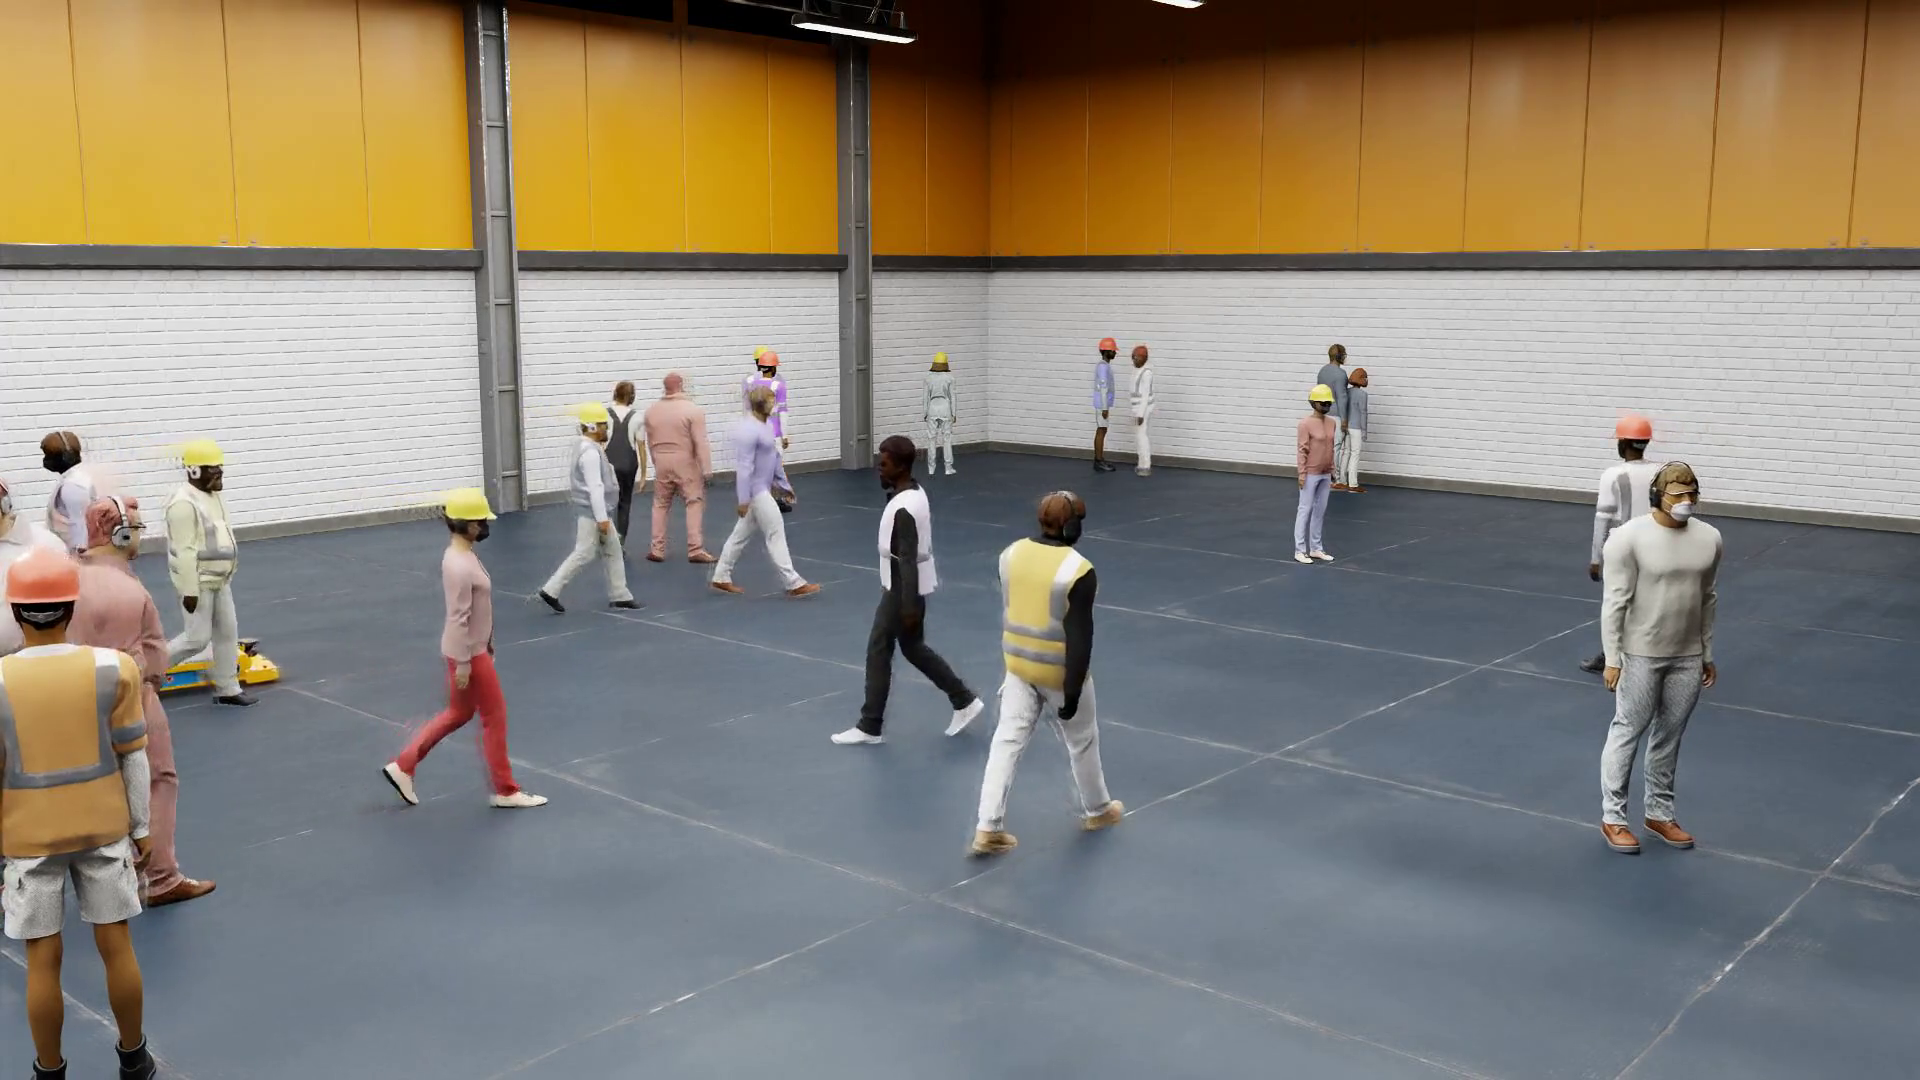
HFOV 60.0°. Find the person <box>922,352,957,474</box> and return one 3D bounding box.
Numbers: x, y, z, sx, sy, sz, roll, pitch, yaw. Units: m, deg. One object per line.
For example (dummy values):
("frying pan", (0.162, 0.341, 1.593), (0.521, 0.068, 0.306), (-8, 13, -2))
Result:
("person", (-0.284, -1.807, 23.734), (0.492, 1.742, 0.320), (2, 9, 11))

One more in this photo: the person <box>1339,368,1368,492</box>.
("person", (5.178, -1.438, 21.802), (0.288, 1.627, 0.497), (-3, 10, -19))

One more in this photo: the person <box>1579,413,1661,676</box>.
("person", (4.631, 0.085, 11.391), (0.551, 1.904, 0.946), (-3, 10, -19))

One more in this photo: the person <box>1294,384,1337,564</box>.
("person", (3.535, -0.652, 16.410), (0.533, 1.767, 0.323), (-7, 11, -37))

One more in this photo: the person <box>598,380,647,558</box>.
("person", (-3.368, -0.677, 16.452), (0.567, 1.805, 0.714), (-2, 9, -13))

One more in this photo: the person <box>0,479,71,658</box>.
("person", (-4.685, 0.603, 8.164), (0.653, 1.895, 0.449), (0, 9, -2))

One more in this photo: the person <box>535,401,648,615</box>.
("person", (-3.110, -0.260, 13.868), (0.881, 1.806, 0.592), (-2, 9, -11))

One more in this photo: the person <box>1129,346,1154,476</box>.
("person", (2.555, -1.832, 23.594), (0.351, 1.857, 0.738), (-1, 9, -8))

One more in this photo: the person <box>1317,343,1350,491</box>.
("person", (4.928, -1.617, 21.932), (0.372, 1.940, 0.627), (-3, 9, -16))

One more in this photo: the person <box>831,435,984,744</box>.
("person", (-0.313, 0.300, 10.043), (0.874, 1.892, 0.605), (1, 9, 5))

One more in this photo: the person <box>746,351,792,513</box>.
("person", (-2.277, -1.283, 19.835), (0.545, 1.939, 0.374), (5, 10, 27))

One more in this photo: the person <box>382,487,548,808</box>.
("person", (-2.639, 0.578, 8.745), (0.782, 1.740, 0.521), (-3, 10, -18))

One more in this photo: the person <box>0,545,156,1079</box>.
("person", (-3.030, 0.980, 5.625), (0.543, 1.939, 0.356), (-6, 11, -33))

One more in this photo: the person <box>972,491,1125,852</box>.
("person", (0.428, 0.643, 8.254), (0.617, 1.788, 1.007), (8, 12, 40))

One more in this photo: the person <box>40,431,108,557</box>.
("person", (-6.083, 0.129, 11.488), (1.007, 1.783, 0.639), (-2, 9, -9))

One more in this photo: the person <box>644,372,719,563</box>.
("person", (-2.778, -0.701, 16.396), (0.860, 1.883, 0.392), (3, 10, 18))

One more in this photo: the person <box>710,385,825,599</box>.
("person", (-1.744, -0.409, 14.544), (1.049, 1.889, 0.648), (1, 9, 3))

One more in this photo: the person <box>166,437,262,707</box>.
("person", (-4.989, 0.237, 10.739), (0.707, 1.809, 0.601), (0, 9, -3))

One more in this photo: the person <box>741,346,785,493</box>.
("person", (-2.533, -1.527, 21.412), (0.593, 1.922, 0.380), (-4, 10, -25))

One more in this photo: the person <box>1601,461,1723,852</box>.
("person", (3.444, 0.571, 8.194), (0.635, 1.937, 0.354), (-2, 9, -14))

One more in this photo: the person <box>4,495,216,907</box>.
("person", (-3.770, 0.742, 7.301), (0.645, 1.881, 0.727), (7, 11, 37))

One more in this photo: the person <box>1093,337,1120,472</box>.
("person", (2.111, -1.965, 24.118), (0.378, 1.938, 0.547), (0, 9, 3))

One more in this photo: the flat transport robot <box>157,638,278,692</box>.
("flat transport robot", (-5.499, 0.896, 11.371), (1.431, 0.197, 0.652), (-7, 11, -36))
